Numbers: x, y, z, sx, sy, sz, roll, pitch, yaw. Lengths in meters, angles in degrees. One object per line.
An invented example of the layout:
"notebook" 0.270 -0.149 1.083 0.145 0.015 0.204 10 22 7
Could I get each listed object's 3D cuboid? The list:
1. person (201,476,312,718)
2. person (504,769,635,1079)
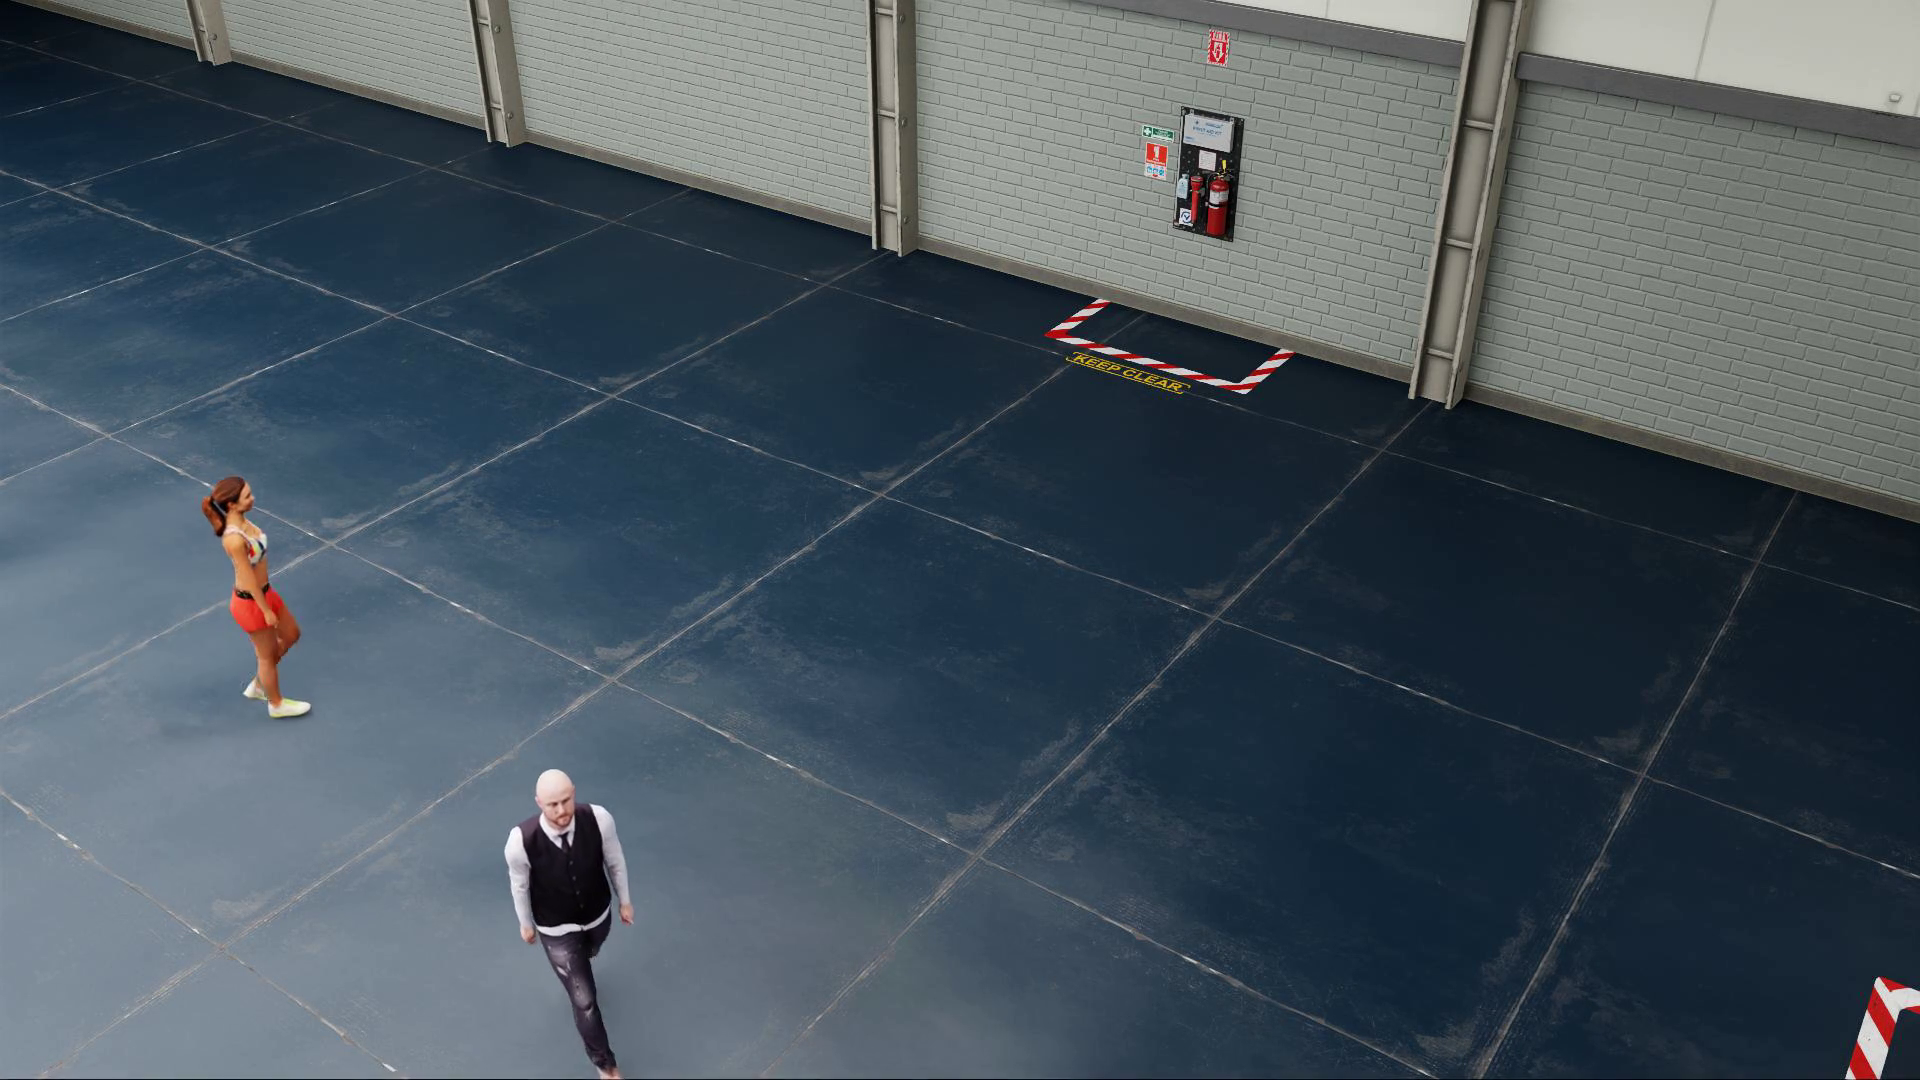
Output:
"person" -4.512 0.410 10.439 0.798 1.781 0.738 -9 33 -14
"person" -1.917 1.818 8.211 1.020 1.776 1.323 -18 37 -26
